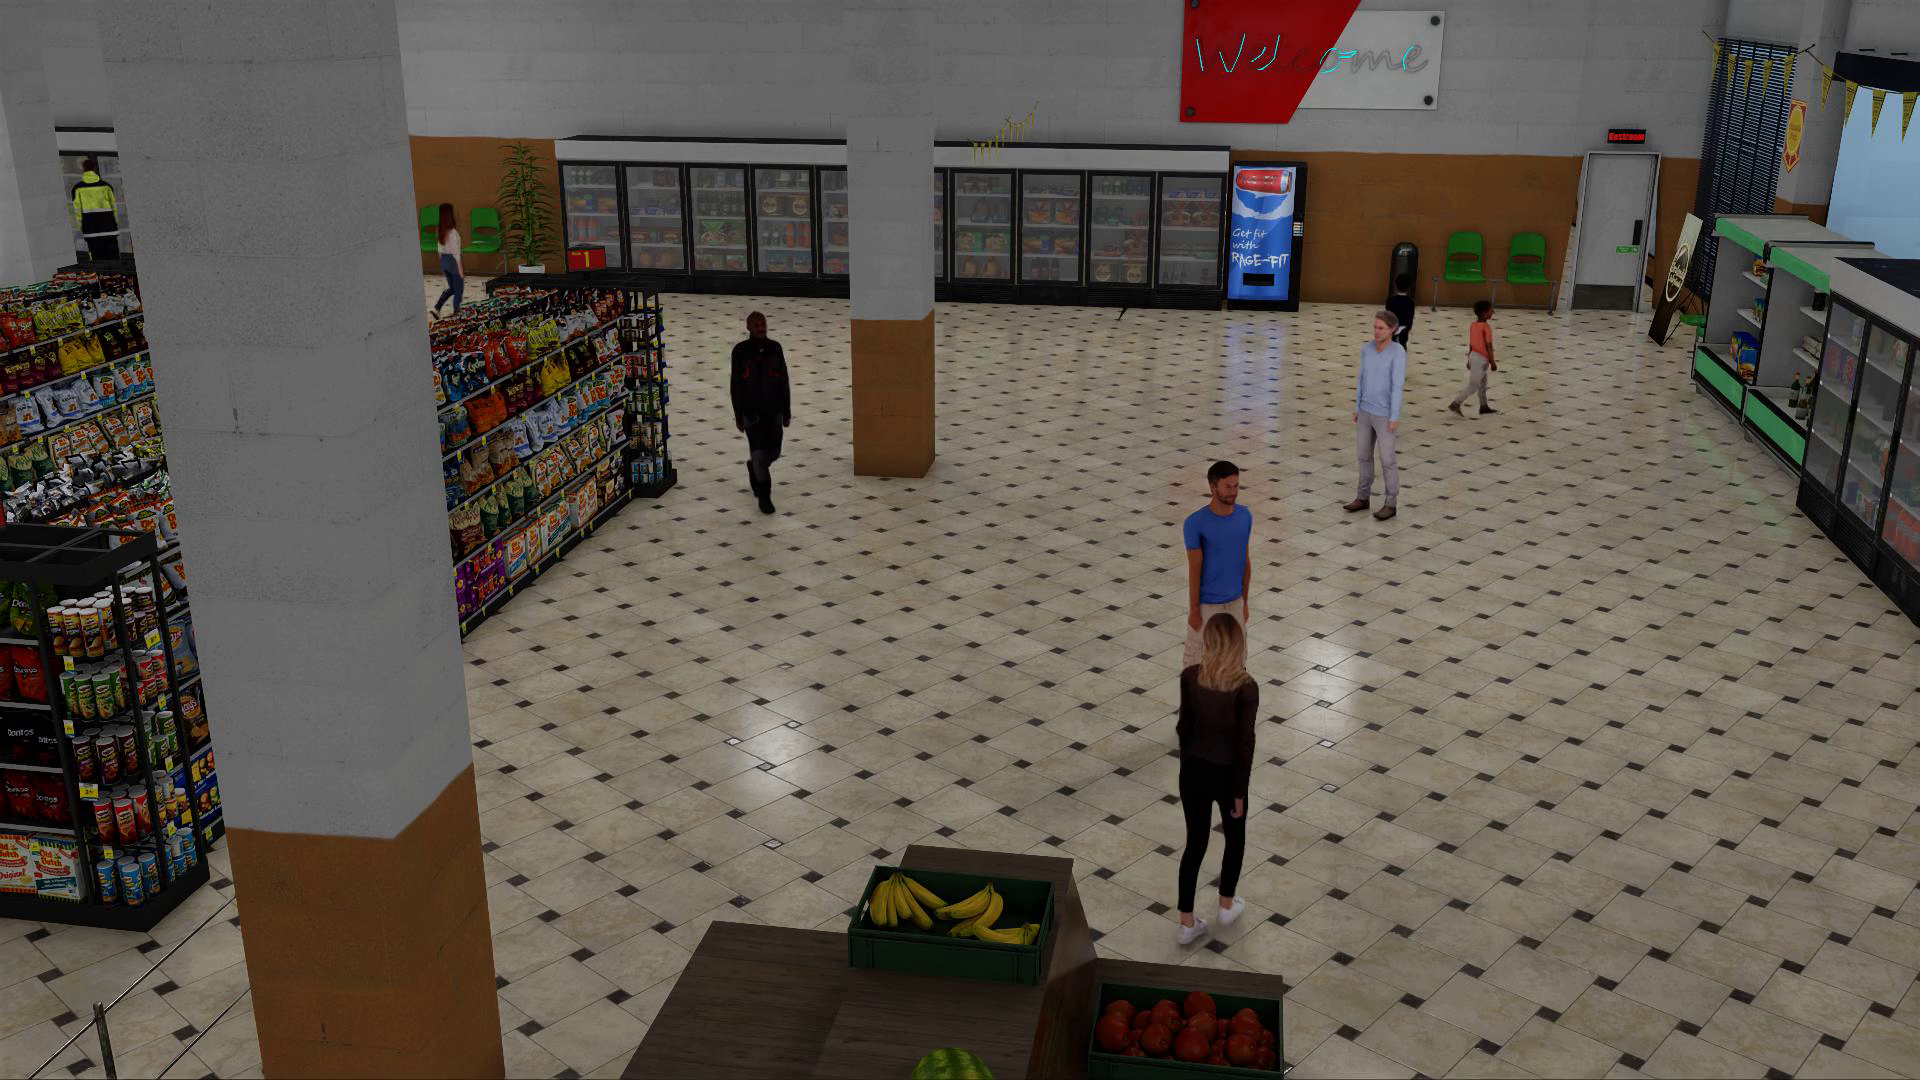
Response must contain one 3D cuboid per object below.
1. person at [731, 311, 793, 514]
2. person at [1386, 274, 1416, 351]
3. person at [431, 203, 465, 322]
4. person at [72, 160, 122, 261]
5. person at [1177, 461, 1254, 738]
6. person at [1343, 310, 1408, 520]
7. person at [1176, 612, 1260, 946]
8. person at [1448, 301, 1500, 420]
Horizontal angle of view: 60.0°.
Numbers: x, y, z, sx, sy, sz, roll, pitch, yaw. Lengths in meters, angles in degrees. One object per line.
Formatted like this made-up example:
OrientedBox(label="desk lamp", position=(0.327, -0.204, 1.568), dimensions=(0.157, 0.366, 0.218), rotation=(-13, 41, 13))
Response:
OrientedBox(label="person", position=(-1.846, -1.202, 15.250), dimensions=(1.080, 1.796, 1.223), rotation=(-8, 20, -23))
OrientedBox(label="person", position=(5.410, -2.636, 20.436), dimensions=(0.544, 1.199, 0.814), rotation=(1, 19, 4))
OrientedBox(label="person", position=(-7.118, -3.780, 23.015), dimensions=(0.816, 1.719, 0.920), rotation=(16, 25, 40))
OrientedBox(label="person", position=(-13.583, -4.993, 26.206), dimensions=(0.854, 1.979, 0.917), rotation=(-13, 23, -33))
OrientedBox(label="person", position=(1.604, 0.384, 10.443), dimensions=(0.737, 1.861, 0.768), rotation=(-9, 21, -25))
OrientedBox(label="person", position=(3.757, -1.131, 14.896), dimensions=(0.787, 1.886, 0.728), rotation=(-13, 22, -33))
OrientedBox(label="person", position=(1.234, 1.227, 8.250), dimensions=(0.773, 1.665, 0.854), rotation=(16, 24, 39))
OrientedBox(label="person", position=(5.675, -1.978, 18.324), dimensions=(0.712, 1.302, 0.862), rotation=(-3, 19, -8))
